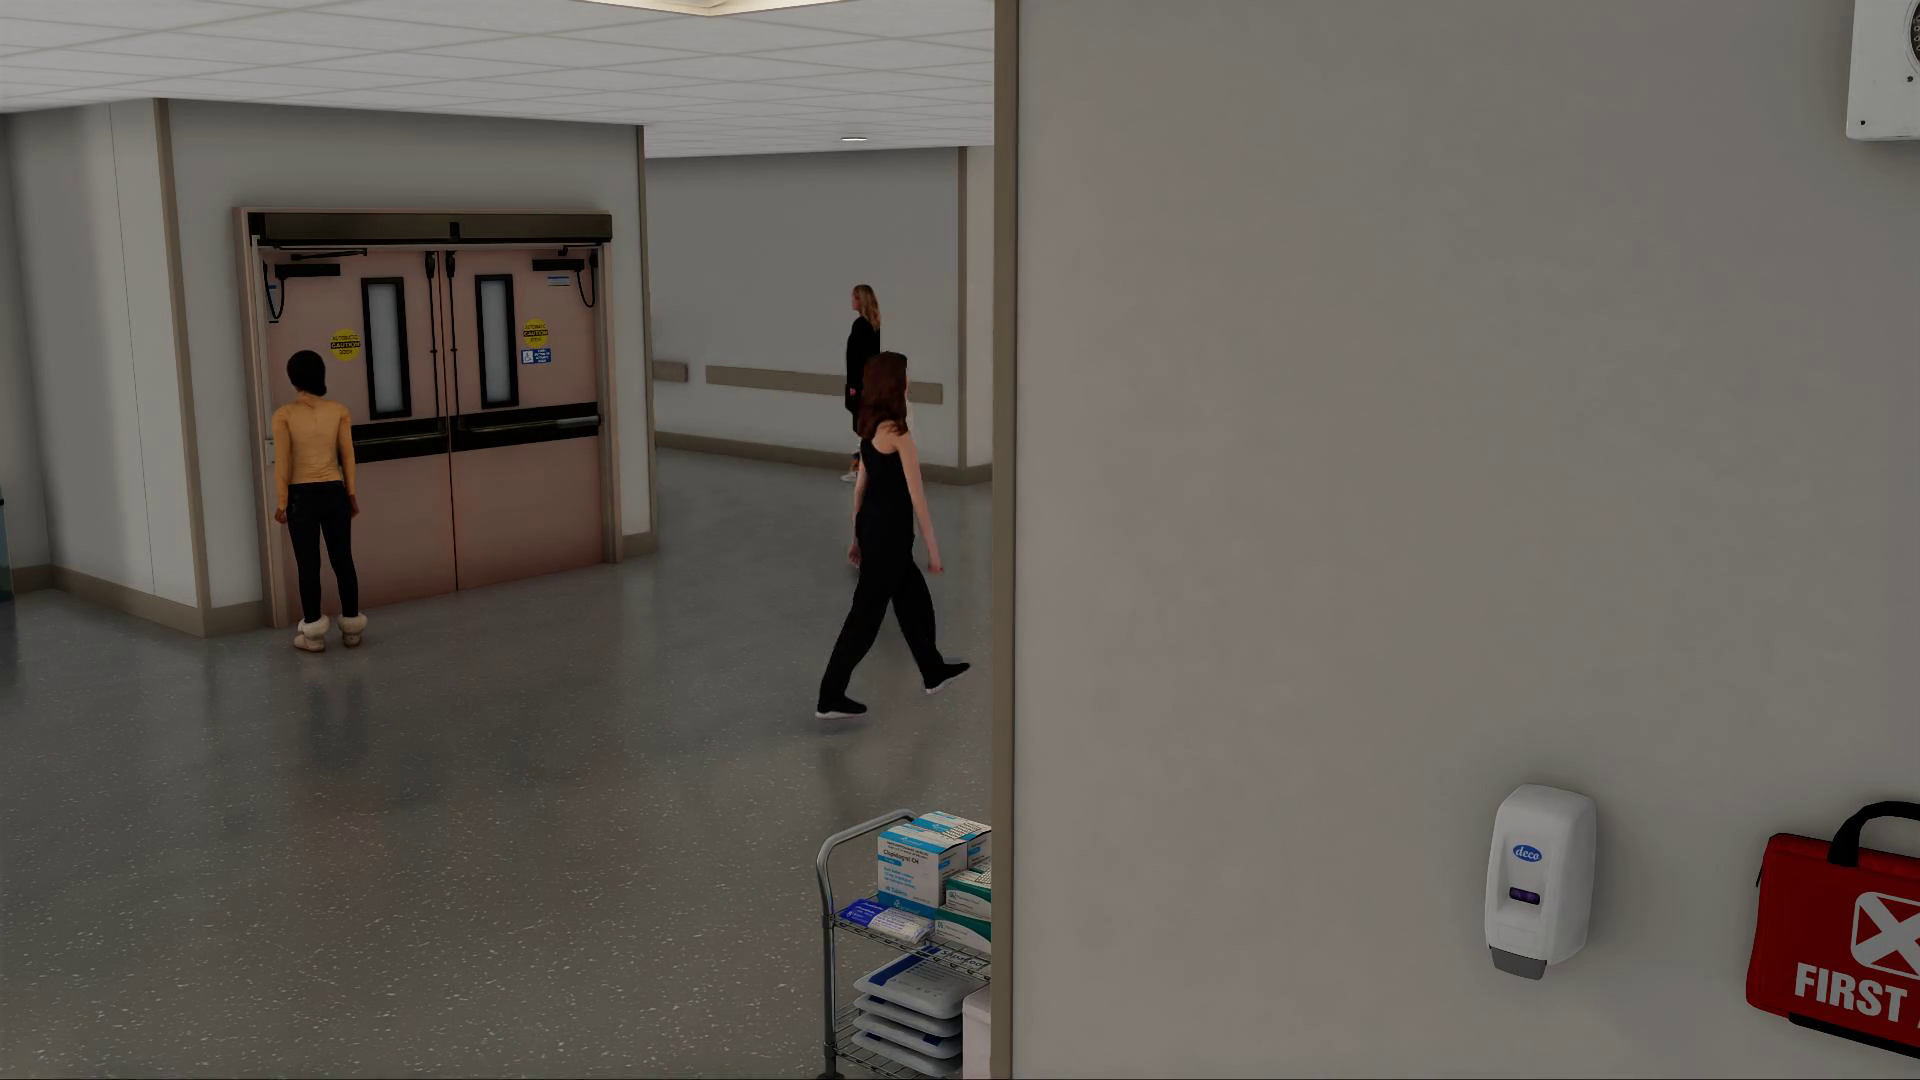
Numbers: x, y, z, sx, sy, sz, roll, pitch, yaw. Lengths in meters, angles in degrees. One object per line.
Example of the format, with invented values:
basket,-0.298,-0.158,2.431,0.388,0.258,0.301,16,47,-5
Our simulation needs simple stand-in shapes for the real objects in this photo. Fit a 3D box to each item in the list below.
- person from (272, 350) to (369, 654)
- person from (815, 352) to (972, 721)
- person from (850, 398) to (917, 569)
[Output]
person,-3.525,-0.222,9.138,0.584,1.657,0.711,-7,13,-34
person,-0.429,0.027,7.730,1.212,1.692,0.830,-7,13,-33
person,-0.422,-0.517,11.292,0.864,1.433,0.692,-8,13,-37
